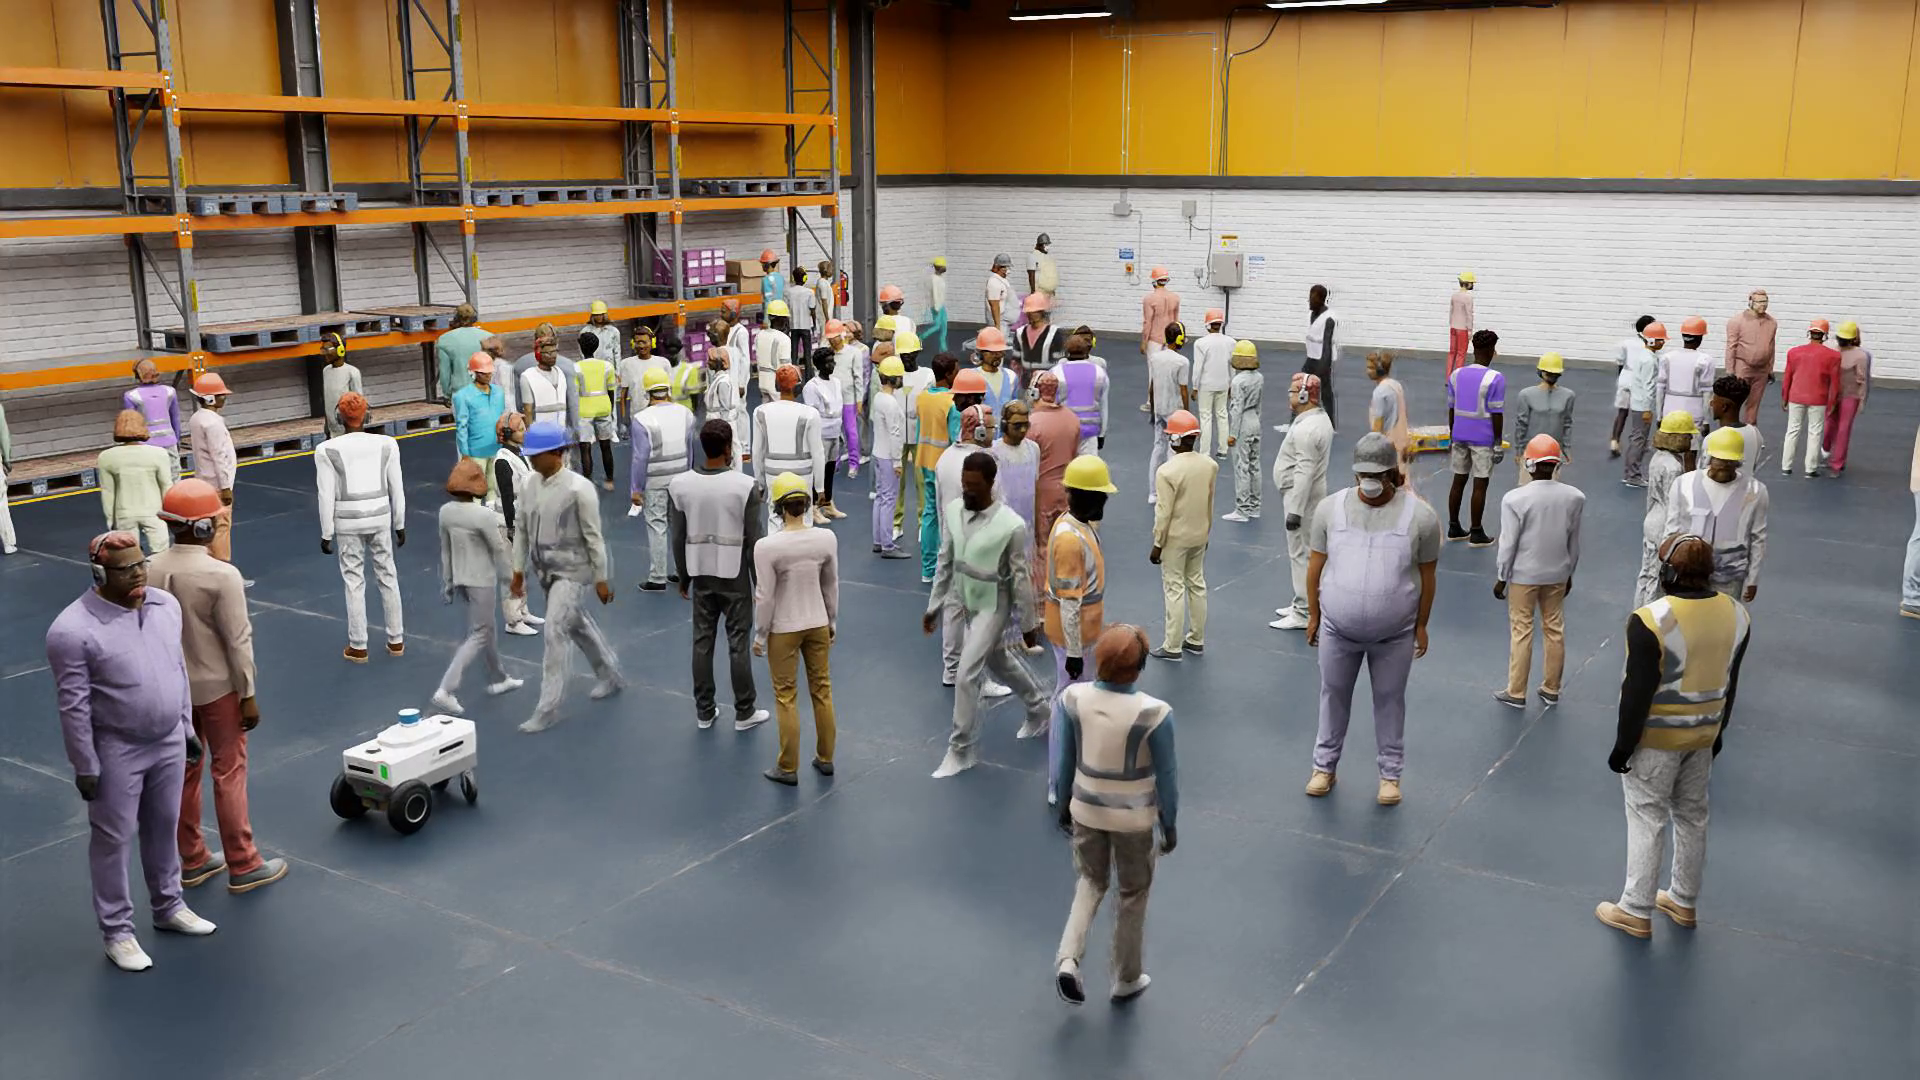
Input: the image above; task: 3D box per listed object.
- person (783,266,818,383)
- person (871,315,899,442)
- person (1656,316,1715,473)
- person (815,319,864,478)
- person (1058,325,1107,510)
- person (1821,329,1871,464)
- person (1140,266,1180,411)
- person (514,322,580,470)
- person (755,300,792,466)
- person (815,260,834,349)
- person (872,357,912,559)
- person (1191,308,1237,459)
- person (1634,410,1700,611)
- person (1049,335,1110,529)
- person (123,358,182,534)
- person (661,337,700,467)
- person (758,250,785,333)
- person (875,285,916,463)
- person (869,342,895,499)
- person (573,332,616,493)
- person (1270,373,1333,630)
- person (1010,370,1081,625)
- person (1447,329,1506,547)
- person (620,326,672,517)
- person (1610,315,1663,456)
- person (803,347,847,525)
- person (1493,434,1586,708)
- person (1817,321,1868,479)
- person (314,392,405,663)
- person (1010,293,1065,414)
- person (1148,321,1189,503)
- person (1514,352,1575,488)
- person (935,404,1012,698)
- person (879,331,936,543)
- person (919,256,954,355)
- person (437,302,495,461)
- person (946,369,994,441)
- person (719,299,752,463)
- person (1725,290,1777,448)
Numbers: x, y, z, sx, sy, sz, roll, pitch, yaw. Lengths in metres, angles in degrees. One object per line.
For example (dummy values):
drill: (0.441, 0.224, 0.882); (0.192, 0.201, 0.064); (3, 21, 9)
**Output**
person: (-2.374, -3.131, 24.765); (0.537, 1.869, 0.314); (3, 13, 12)
person: (-0.841, -1.660, 18.689); (0.321, 1.729, 0.487); (0, 13, -2)
person: (7.131, -1.231, 16.368); (0.374, 1.939, 0.545); (-12, 17, -41)
person: (-1.332, -1.551, 18.193); (0.576, 1.738, 0.354); (4, 14, 16)
person: (1.186, -1.159, 16.217); (0.509, 1.867, 0.328); (-3, 13, -15)
person: (10.104, -1.668, 19.027); (0.507, 1.588, 0.828); (7, 15, 29)
person: (2.740, -2.761, 22.881); (0.608, 1.995, 0.377); (-8, 15, -32)
person: (-3.880, -1.085, 15.733); (0.638, 1.938, 0.356); (4, 13, 15)
person: (-2.025, -1.685, 18.384); (0.396, 1.920, 0.586); (-11, 17, -41)
person: (-2.138, -3.530, 26.545); (0.345, 1.847, 0.508); (-2, 13, -9)
person: (-0.598, -0.720, 14.536); (0.320, 1.766, 0.535); (-4, 14, -17)
person: (2.912, -1.796, 19.225); (0.573, 1.749, 0.339); (-6, 14, -23)
person: (4.952, -0.045, 11.652); (0.299, 1.743, 0.493); (2, 13, 8)
person: (1.084, -1.004, 15.634); (0.628, 1.834, 0.434); (-3, 13, -11)
person: (-7.468, -0.866, 15.435); (0.314, 1.642, 0.514); (10, 16, 36)
person: (-2.934, -1.251, 17.069); (0.536, 1.653, 0.792); (0, 13, 2)
person: (-2.936, -3.477, 25.881); (0.386, 2.045, 0.605); (4, 14, 17)
person: (-0.767, -1.854, 18.842); (0.397, 2.043, 0.610); (11, 17, 38)
person: (-0.773, -1.190, 16.860); (0.267, 1.632, 0.507); (-4, 14, -17)
person: (-3.811, -1.305, 17.222); (0.541, 1.696, 0.315); (-10, 16, -36)
person: (2.525, -0.289, 12.353); (0.409, 1.907, 0.649); (5, 14, 19)
person: (0.612, -0.321, 12.493); (0.408, 1.906, 0.652); (11, 17, 40)
person: (4.645, -0.920, 14.982); (0.376, 1.958, 0.603); (-8, 15, -31)
person: (-3.045, -1.155, 16.195); (0.534, 1.868, 0.309); (-2, 13, -9)
person: (7.904, -1.802, 19.463); (0.533, 1.662, 0.841); (11, 17, 39)
person: (-1.289, -1.002, 15.906); (0.318, 1.697, 0.535); (7, 15, 27)
person: (3.655, 0.196, 10.582); (0.565, 1.752, 0.338); (-2, 13, -11)
person: (9.716, -1.568, 18.335); (0.623, 1.728, 0.593); (-7, 15, -28)
person: (-4.137, -0.087, 11.527); (0.584, 1.882, 0.337); (-9, 16, -34)
person: (0.764, -1.652, 18.030); (0.644, 2.006, 0.963); (9, 16, 35)
person: (2.100, -1.256, 16.666); (0.338, 1.858, 0.523); (-11, 17, -40)
person: (5.227, -0.806, 14.907); (0.532, 1.766, 0.317); (-1, 13, -3)
person: (0.104, 0.066, 10.813); (0.401, 1.907, 0.646); (-7, 15, -28)
person: (-0.458, -0.930, 15.089); (0.593, 1.926, 0.366); (2, 13, 9)
person: (-0.430, -4.123, 29.327); (0.587, 1.747, 0.532); (4, 14, 18)
person: (-5.268, -1.586, 17.911); (0.630, 1.940, 0.372); (-4, 14, -17)
person: (0.077, -0.305, 12.355); (0.357, 1.938, 0.542); (-1, 13, -5)
person: (-2.584, -1.814, 19.018); (0.344, 1.882, 0.584); (-7, 15, -27)
person: (9.491, -2.041, 19.950); (0.639, 1.911, 0.406); (-2, 13, -9)
